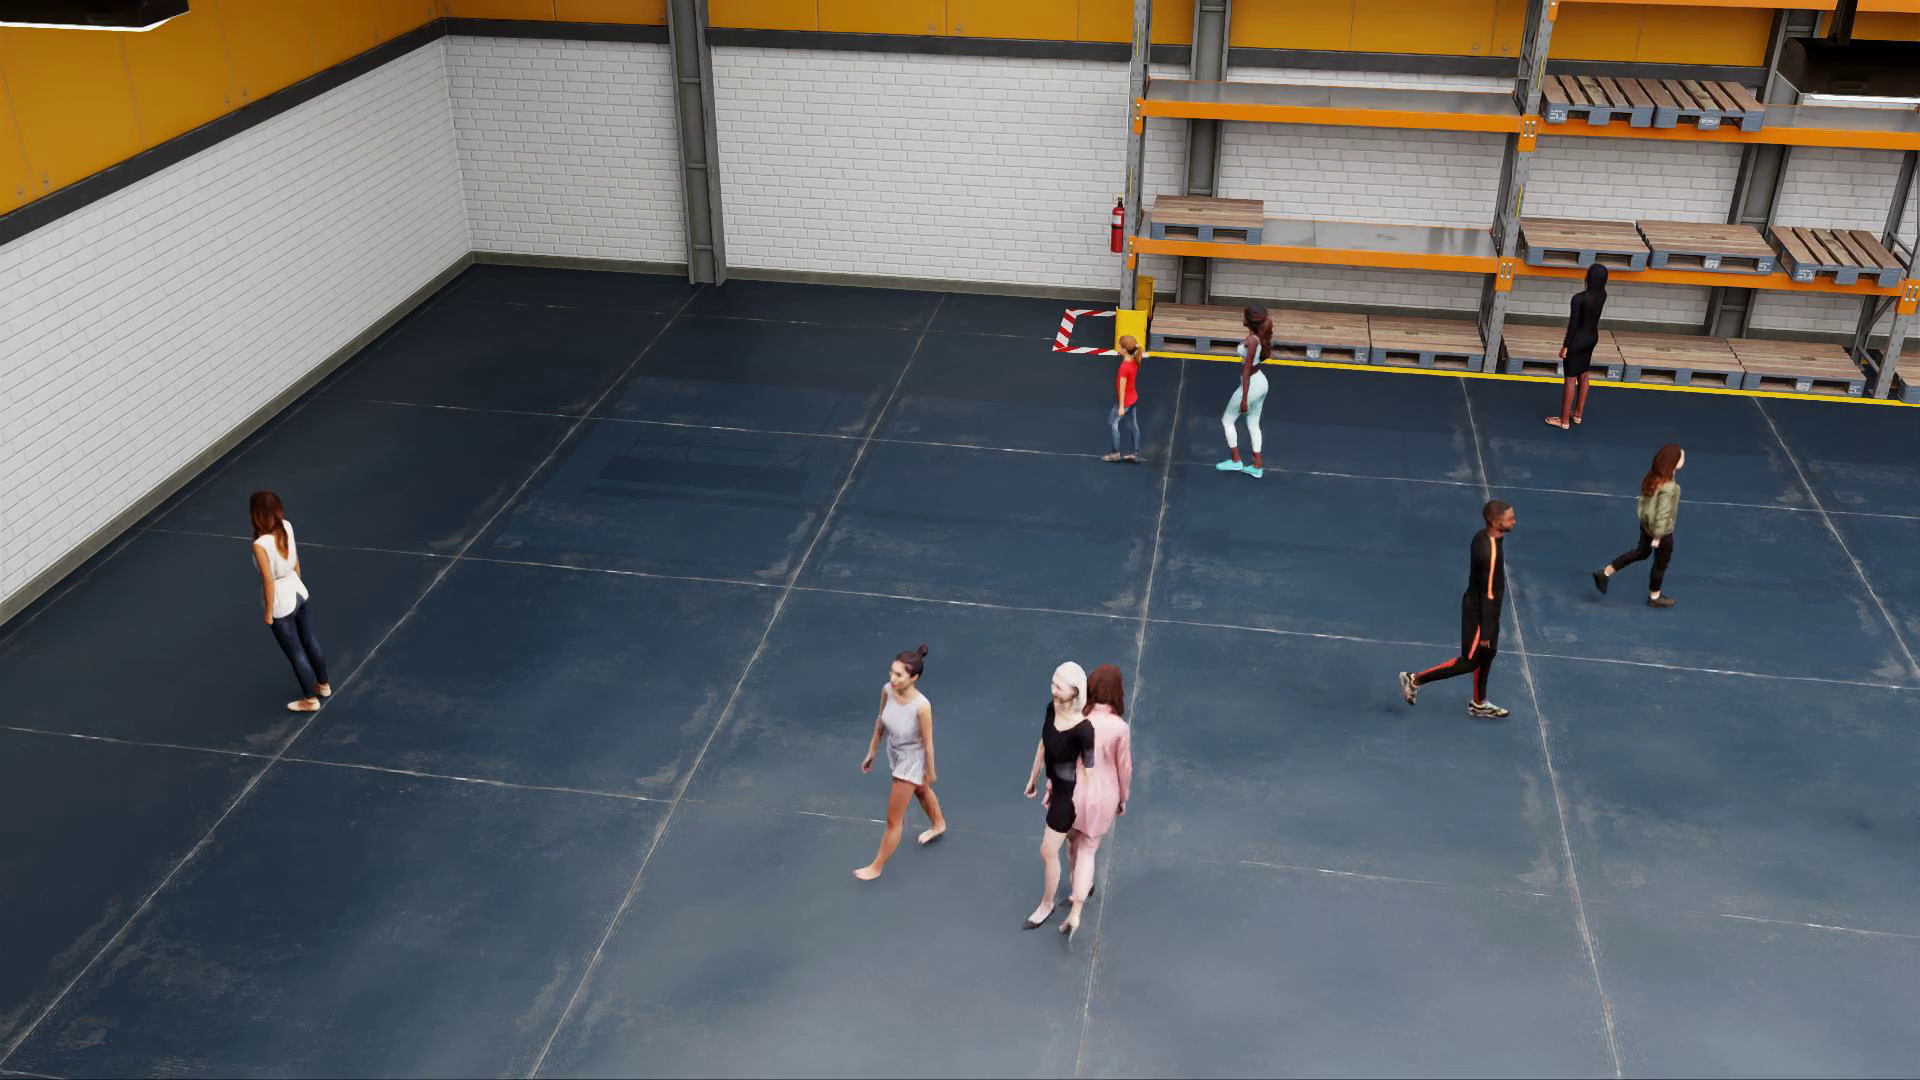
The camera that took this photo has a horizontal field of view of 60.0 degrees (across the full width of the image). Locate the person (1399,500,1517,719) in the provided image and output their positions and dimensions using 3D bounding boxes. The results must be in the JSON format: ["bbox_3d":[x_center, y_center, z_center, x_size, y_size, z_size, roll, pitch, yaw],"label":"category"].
[{"bbox_3d":[3.658,0.521,11.998,1.049,1.784,0.627,5,29,9],"label":"person"}]

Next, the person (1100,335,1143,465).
[{"bbox_3d":[1.652,-1.313,15.869,0.670,1.296,0.588,14,32,24],"label":"person"}]

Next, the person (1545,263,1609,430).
[{"bbox_3d":[6.193,-1.952,16.603,0.678,1.716,0.740,-18,34,-30],"label":"person"}]

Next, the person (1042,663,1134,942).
[{"bbox_3d":[0.763,1.620,10.004,0.990,1.764,0.834,6,29,11],"label":"person"}]

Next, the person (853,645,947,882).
[{"bbox_3d":[-0.277,1.376,10.664,1.066,1.560,1.030,-20,34,-32],"label":"person"}]

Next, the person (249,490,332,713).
[{"bbox_3d":[-4.898,0.447,12.133,0.528,1.784,0.605,6,29,11],"label":"person"}]

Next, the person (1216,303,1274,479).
[{"bbox_3d":[2.789,-1.361,15.531,0.770,1.705,0.707,16,32,27],"label":"person"}]

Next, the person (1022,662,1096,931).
[{"bbox_3d":[0.728,1.516,10.150,0.935,1.807,0.858,-15,32,-25],"label":"person"}]

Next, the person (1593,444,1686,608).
[{"bbox_3d":[5.579,-0.116,13.505,0.932,1.460,0.656,2,29,3],"label":"person"}]
